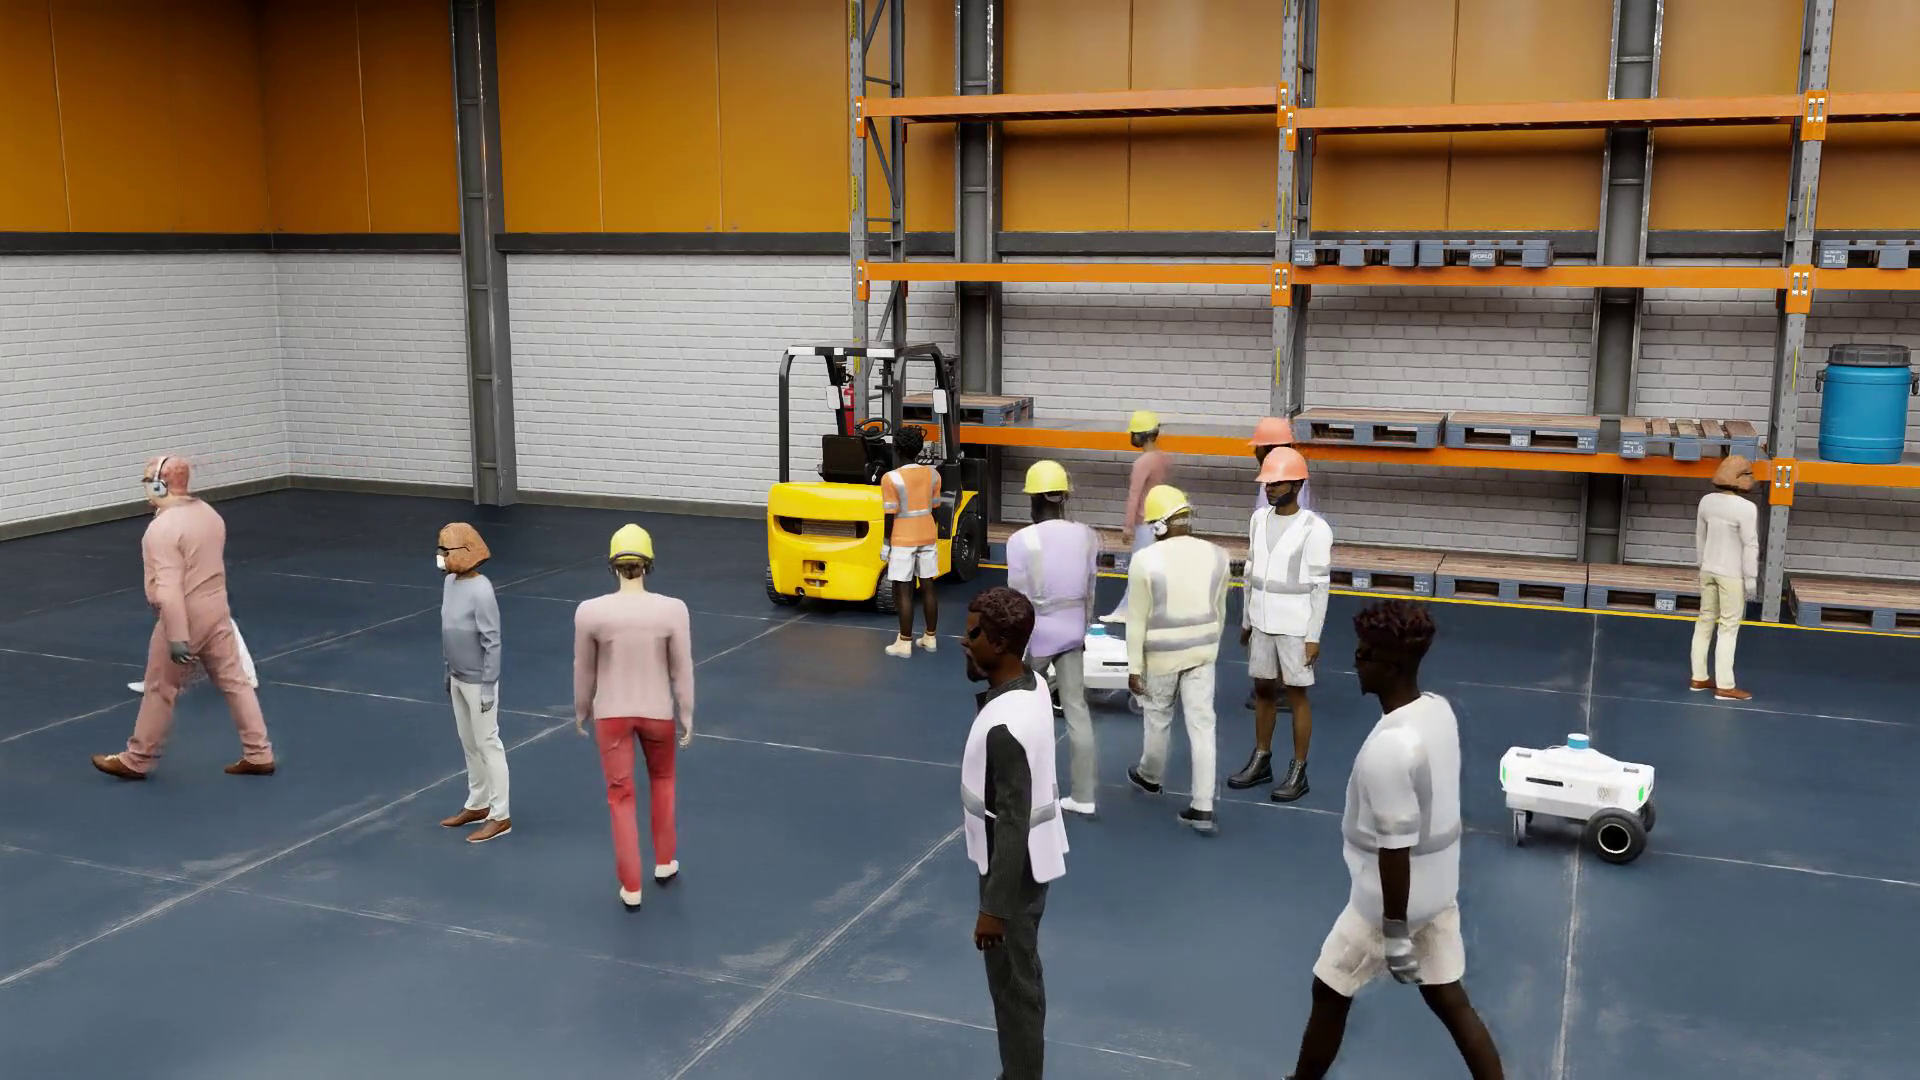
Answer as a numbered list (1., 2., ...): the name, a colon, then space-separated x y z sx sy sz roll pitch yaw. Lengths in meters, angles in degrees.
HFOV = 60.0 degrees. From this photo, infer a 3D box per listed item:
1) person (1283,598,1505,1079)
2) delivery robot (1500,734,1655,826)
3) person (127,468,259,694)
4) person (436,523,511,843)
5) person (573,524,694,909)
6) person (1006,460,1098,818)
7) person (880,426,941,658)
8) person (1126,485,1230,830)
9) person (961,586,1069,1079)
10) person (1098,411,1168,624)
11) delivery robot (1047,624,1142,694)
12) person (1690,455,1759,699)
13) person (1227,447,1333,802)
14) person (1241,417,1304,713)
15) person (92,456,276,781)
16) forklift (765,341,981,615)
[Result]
1. person: 1.436 1.126 5.427 1.021 1.919 0.608 8 13 37
2. delivery robot: 3.105 1.222 8.393 0.707 0.478 0.477 6 12 29
3. person: -5.149 0.265 11.125 0.835 1.572 0.537 0 10 2
4. person: -2.493 0.716 8.467 0.268 1.632 0.507 -8 13 -39
5. person: -1.513 0.793 7.714 0.541 1.742 0.645 -2 10 -13
6. person: 0.460 0.502 8.982 0.616 1.868 1.002 -6 12 -30
7. person: -0.363 0.014 12.199 0.534 1.697 0.322 -8 13 -39
8. person: 1.130 0.597 8.773 0.598 1.770 0.934 -3 11 -14
9. person: 0.165 1.098 5.545 0.392 1.920 0.588 1 10 6
10. person: 1.426 -0.141 12.957 0.746 1.733 0.544 5 11 26
11. delivery robot: 0.889 0.790 10.797 0.707 0.478 0.477 1 10 3
12. person: 5.111 0.243 11.098 0.269 1.632 0.503 -3 11 -17
13. person: 1.745 0.455 9.072 0.360 1.939 0.543 -9 13 -40
14. person: 1.977 0.168 10.723 0.466 1.924 0.549 4 11 21
15. person: -4.382 0.446 9.363 1.004 1.848 0.667 1 10 7
16. forklift: -0.739 -0.602 14.246 1.214 2.155 2.313 4 11 21
